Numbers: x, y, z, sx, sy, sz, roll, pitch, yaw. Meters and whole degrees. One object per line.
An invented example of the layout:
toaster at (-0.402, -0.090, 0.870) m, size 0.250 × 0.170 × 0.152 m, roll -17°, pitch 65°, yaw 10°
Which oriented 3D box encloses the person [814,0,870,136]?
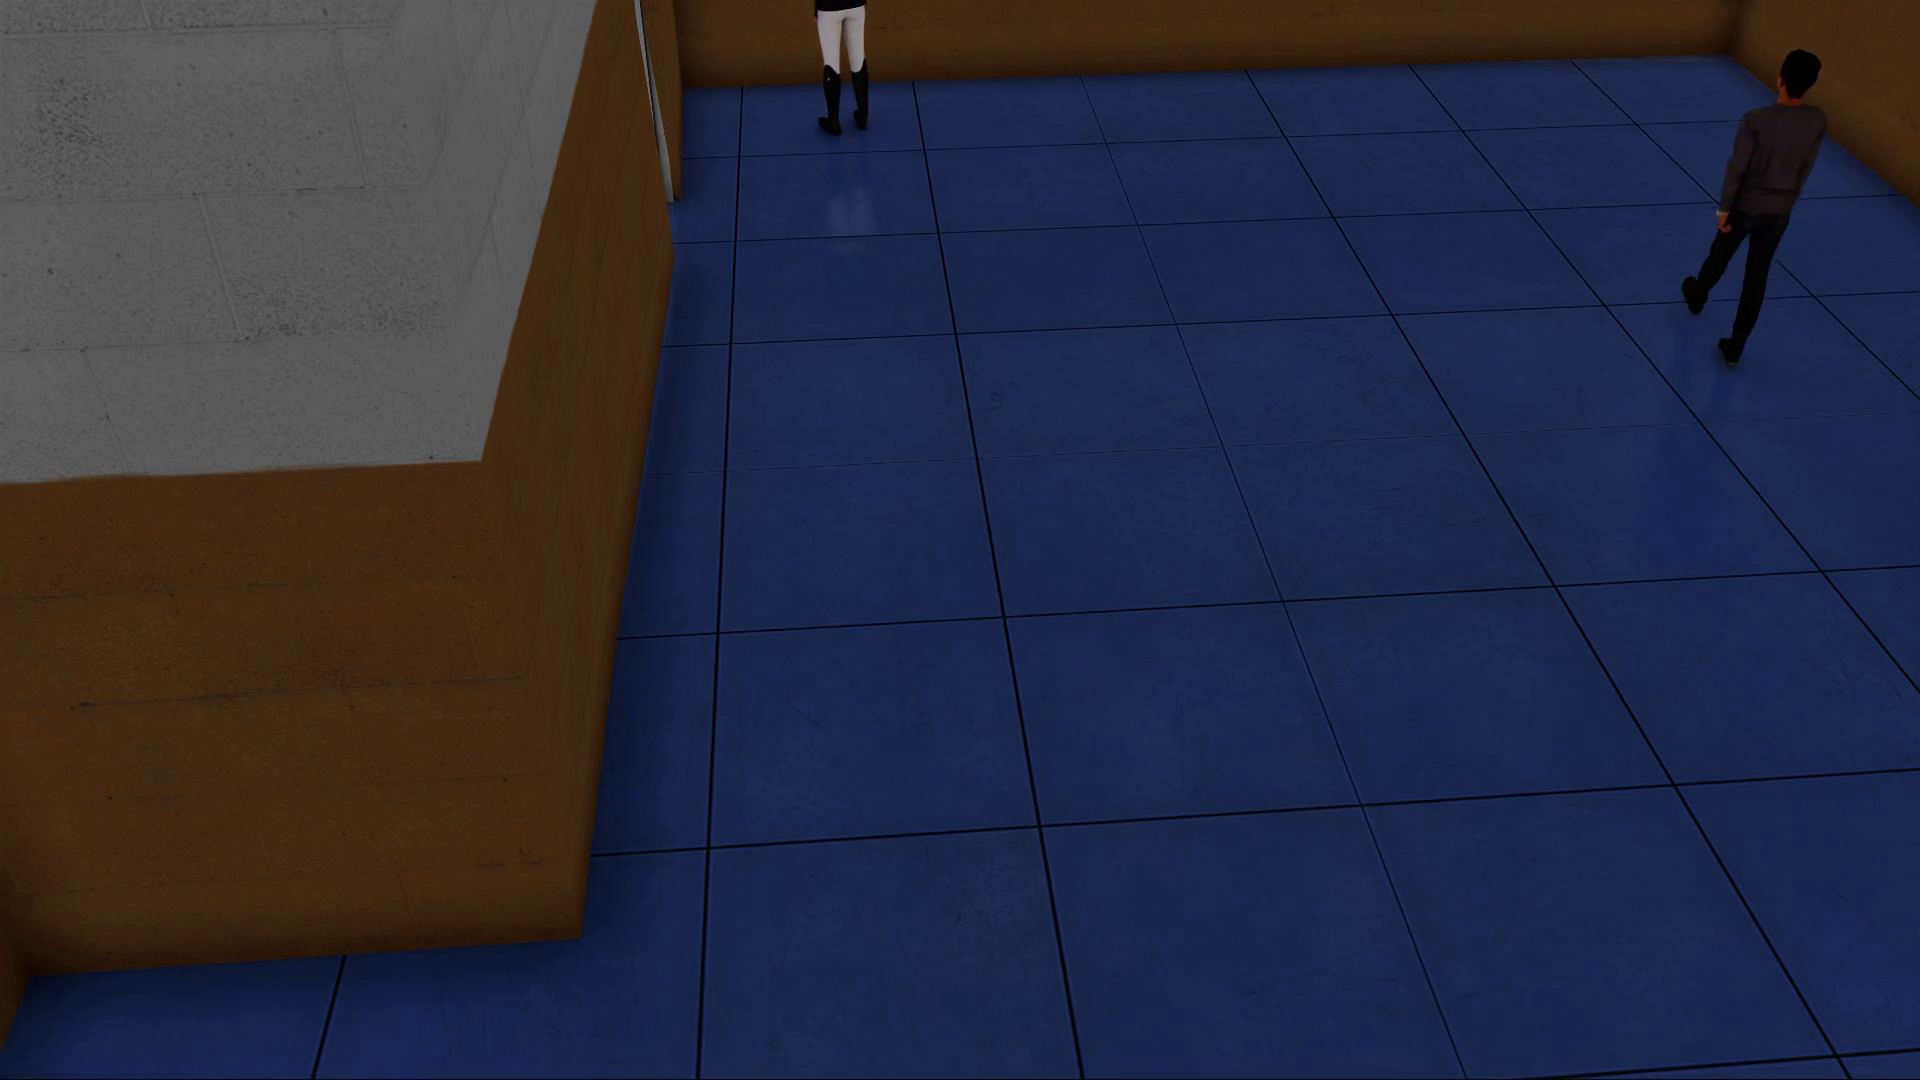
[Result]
person at (-0.845, -3.756, 11.826) m, size 0.592 × 1.729 × 0.692 m, roll -18°, pitch 41°, yaw -23°

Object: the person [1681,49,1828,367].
person at (4.453, -1.784, 9.209) m, size 1.053 × 1.734 × 0.868 m, roll -17°, pitch 40°, yaw -22°
